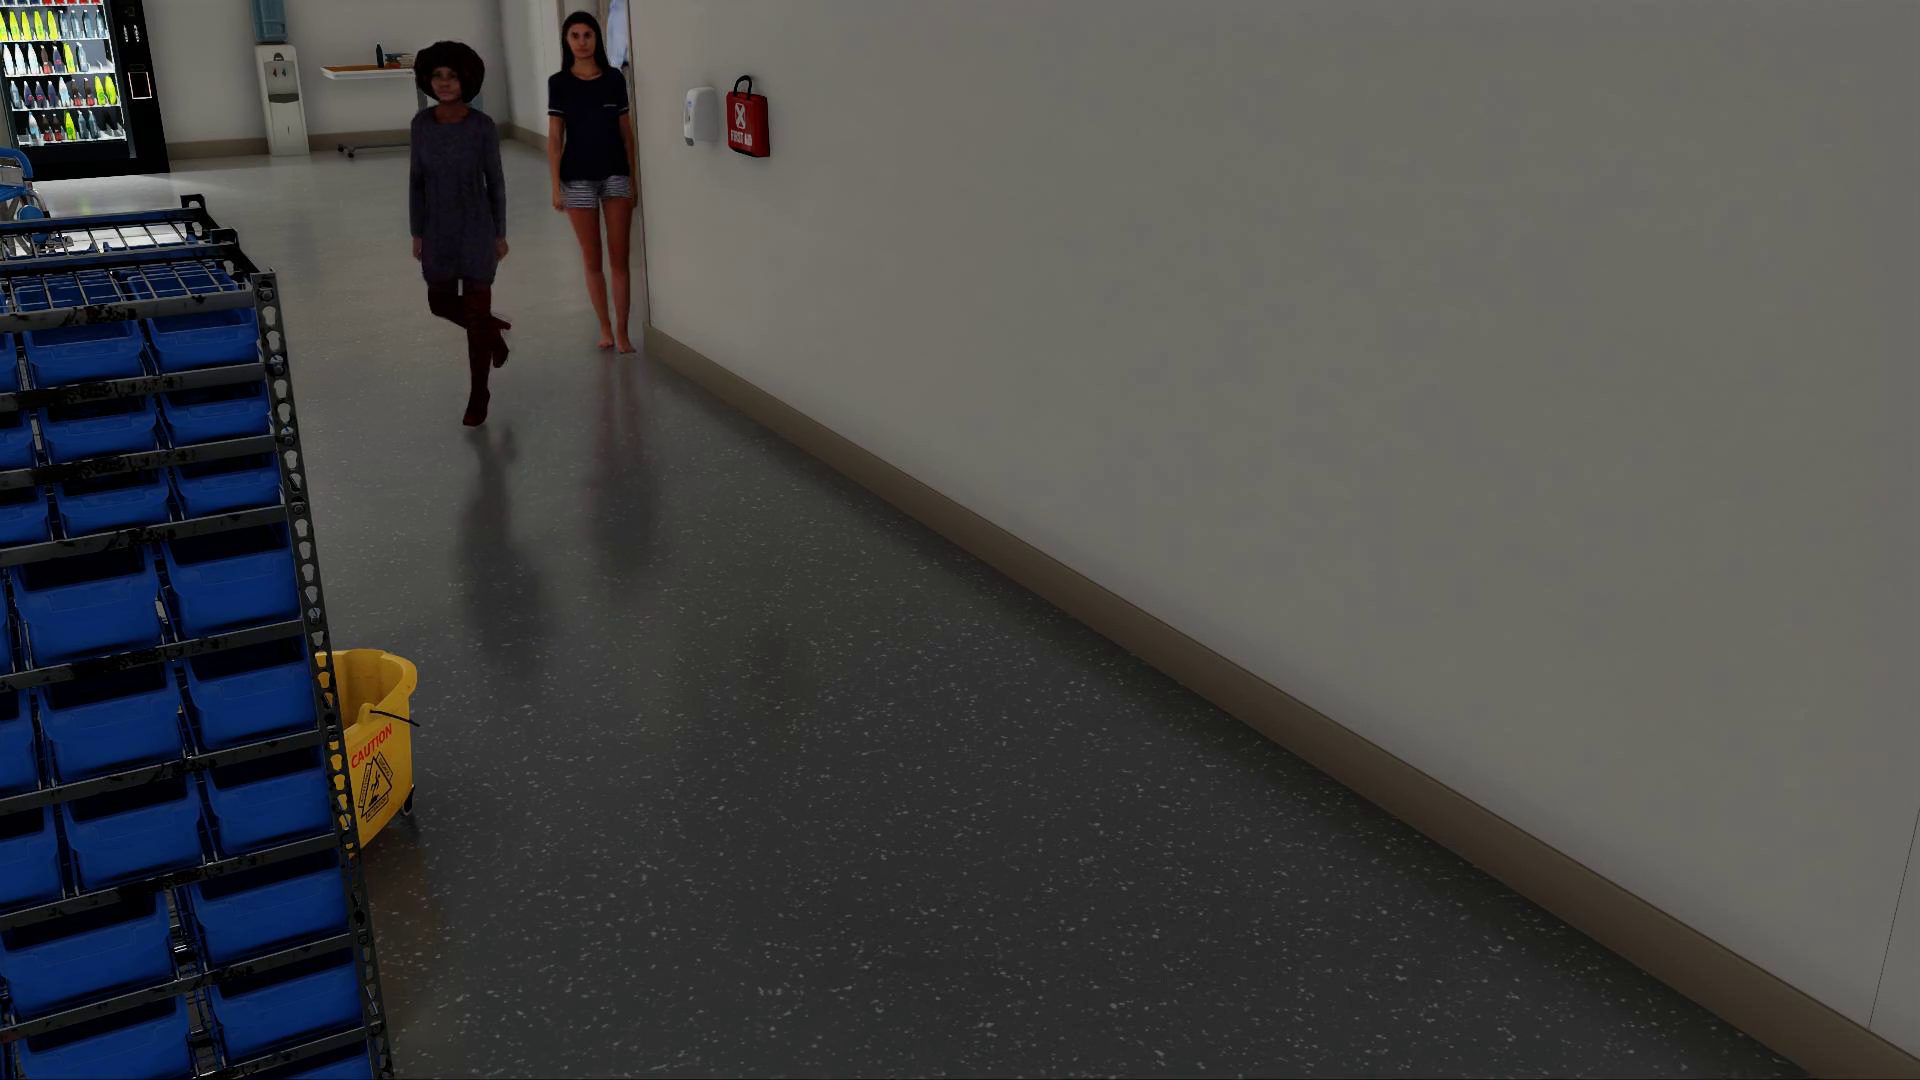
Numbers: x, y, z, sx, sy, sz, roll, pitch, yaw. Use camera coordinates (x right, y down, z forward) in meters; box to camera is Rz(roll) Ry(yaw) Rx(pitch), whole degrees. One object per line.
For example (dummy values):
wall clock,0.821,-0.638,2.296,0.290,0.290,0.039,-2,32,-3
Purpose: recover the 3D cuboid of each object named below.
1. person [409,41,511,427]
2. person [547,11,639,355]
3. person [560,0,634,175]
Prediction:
person,-2.269,-1.397,7.625,0.964,1.693,0.961,2,21,4
person,-1.926,-1.882,8.831,0.816,1.747,0.812,-4,21,-10
person,-2.700,-3.804,13.835,1.276,1.796,0.932,-4,21,-10
